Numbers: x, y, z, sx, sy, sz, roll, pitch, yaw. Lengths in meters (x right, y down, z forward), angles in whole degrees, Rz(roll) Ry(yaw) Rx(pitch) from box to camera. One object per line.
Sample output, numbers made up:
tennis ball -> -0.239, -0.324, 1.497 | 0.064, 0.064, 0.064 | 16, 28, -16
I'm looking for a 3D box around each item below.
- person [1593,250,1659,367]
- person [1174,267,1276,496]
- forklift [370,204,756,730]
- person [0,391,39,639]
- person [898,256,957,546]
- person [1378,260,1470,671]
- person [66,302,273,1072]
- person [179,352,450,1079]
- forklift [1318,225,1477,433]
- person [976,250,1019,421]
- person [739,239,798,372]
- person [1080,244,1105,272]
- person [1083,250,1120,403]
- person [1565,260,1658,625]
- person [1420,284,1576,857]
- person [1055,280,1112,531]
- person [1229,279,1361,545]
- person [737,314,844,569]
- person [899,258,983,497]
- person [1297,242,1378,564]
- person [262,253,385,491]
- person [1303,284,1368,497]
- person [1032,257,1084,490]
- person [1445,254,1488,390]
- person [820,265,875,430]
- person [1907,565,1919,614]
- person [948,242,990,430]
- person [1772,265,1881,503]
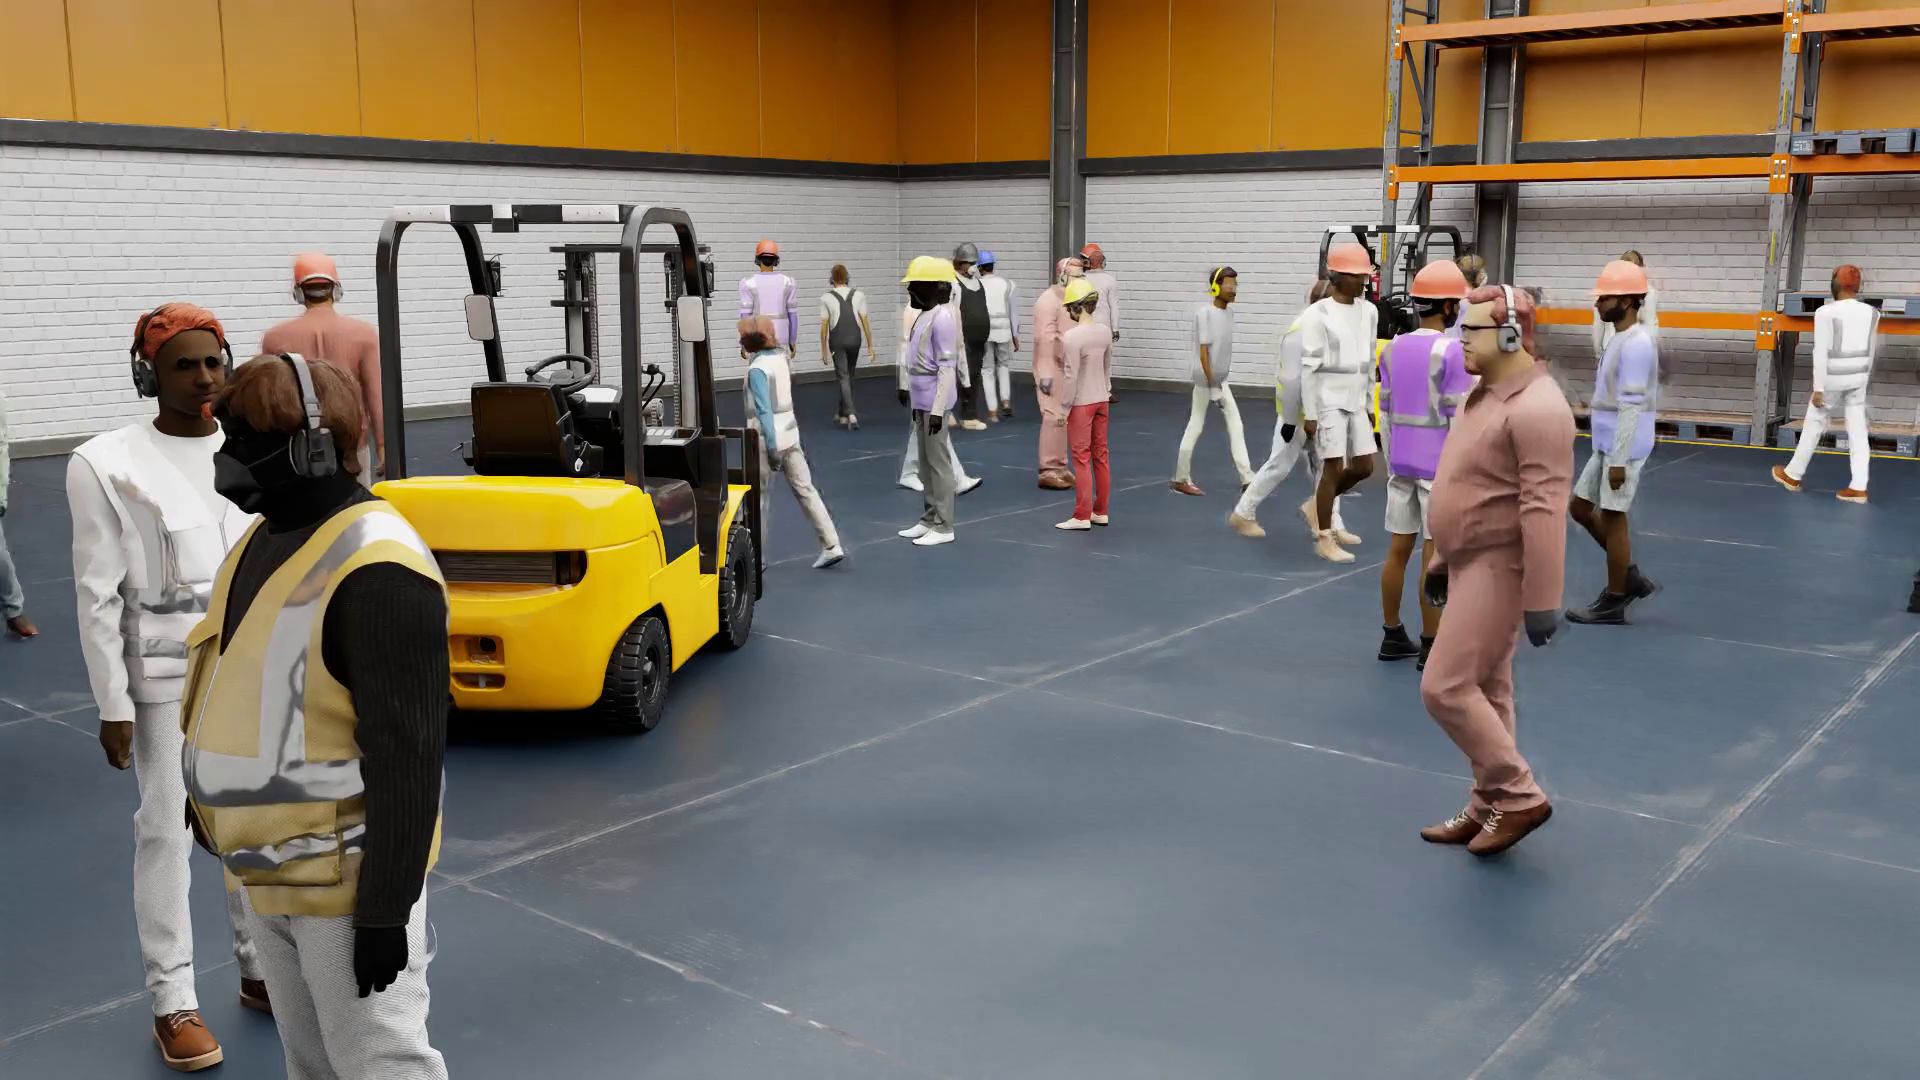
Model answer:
person -> 6.296, -1.763, 15.753 | 0.372, 1.940, 0.627 | -9, 13, -40
person -> 2.075, -1.221, 13.072 | 0.958, 1.819, 0.501 | 10, 14, 43
forklift -> -1.766, -0.406, 7.525 | 1.214, 2.155, 2.313 | 1, 10, 7
person -> -5.002, -0.259, 8.338 | 0.593, 1.615, 0.349 | -1, 10, -6
person -> -0.211, -0.927, 11.149 | 0.371, 1.929, 0.584 | -3, 11, -16
person -> 2.231, -0.348, 7.911 | 0.364, 1.939, 0.542 | -6, 12, -29
person -> -1.886, 0.356, 4.169 | 0.355, 1.883, 0.574 | 7, 12, 35
person -> -1.150, 0.587, 3.000 | 0.429, 1.844, 0.626 | -10, 14, -43
forklift -> 4.449, -2.115, 16.993 | 1.214, 2.155, 2.313 | 8, 13, 38
person -> 0.343, -2.293, 18.728 | 0.626, 1.920, 0.451 | -3, 11, -14
person -> -1.981, -2.073, 17.182 | 0.608, 2.044, 0.377 | -4, 11, -21
person -> 1.655, -2.791, 21.338 | 0.410, 1.988, 0.632 | -3, 11, -15
person -> 1.721, -2.660, 20.799 | 0.643, 1.913, 0.410 | 6, 12, 32
person -> 3.432, -0.494, 8.747 | 0.393, 1.927, 0.564 | 2, 10, 13
person -> 1.717, 0.113, 5.481 | 0.444, 1.890, 0.652 | 1, 10, 6
person -> 0.864, -0.943, 11.711 | 0.328, 1.760, 0.523 | 8, 13, 39
person -> 2.256, -0.866, 11.231 | 0.887, 1.795, 0.647 | 8, 13, 38
person -> -1.113, -0.594, 10.243 | 0.862, 1.591, 0.520 | 3, 11, 18
person -> -0.141, -1.282, 13.233 | 1.005, 1.876, 0.604 | 8, 13, 39
person -> 2.384, -0.870, 10.567 | 0.625, 2.022, 0.536 | -6, 12, -31
person -> -3.401, -0.547, 8.948 | 0.646, 1.955, 0.841 | -3, 11, -17
person -> 3.029, -1.273, 13.419 | 0.595, 1.816, 0.684 | -7, 12, -33
person -> 0.815, -1.357, 13.645 | 0.401, 1.897, 0.735 | 6, 12, 31
person -> 4.176, -1.382, 13.681 | 0.662, 1.915, 0.645 | -2, 10, -10
person -> -1.218, -2.098, 18.069 | 0.563, 1.782, 0.979 | -4, 11, -21
person -> 5.460, -0.510, 8.852 | 0.647, 1.915, 0.562 | 5, 11, 25
person -> 0.085, -2.169, 17.717 | 0.534, 2.000, 0.758 | 8, 13, 37
person -> 6.928, -1.248, 13.185 | 0.600, 1.829, 0.980 | -2, 10, -9
